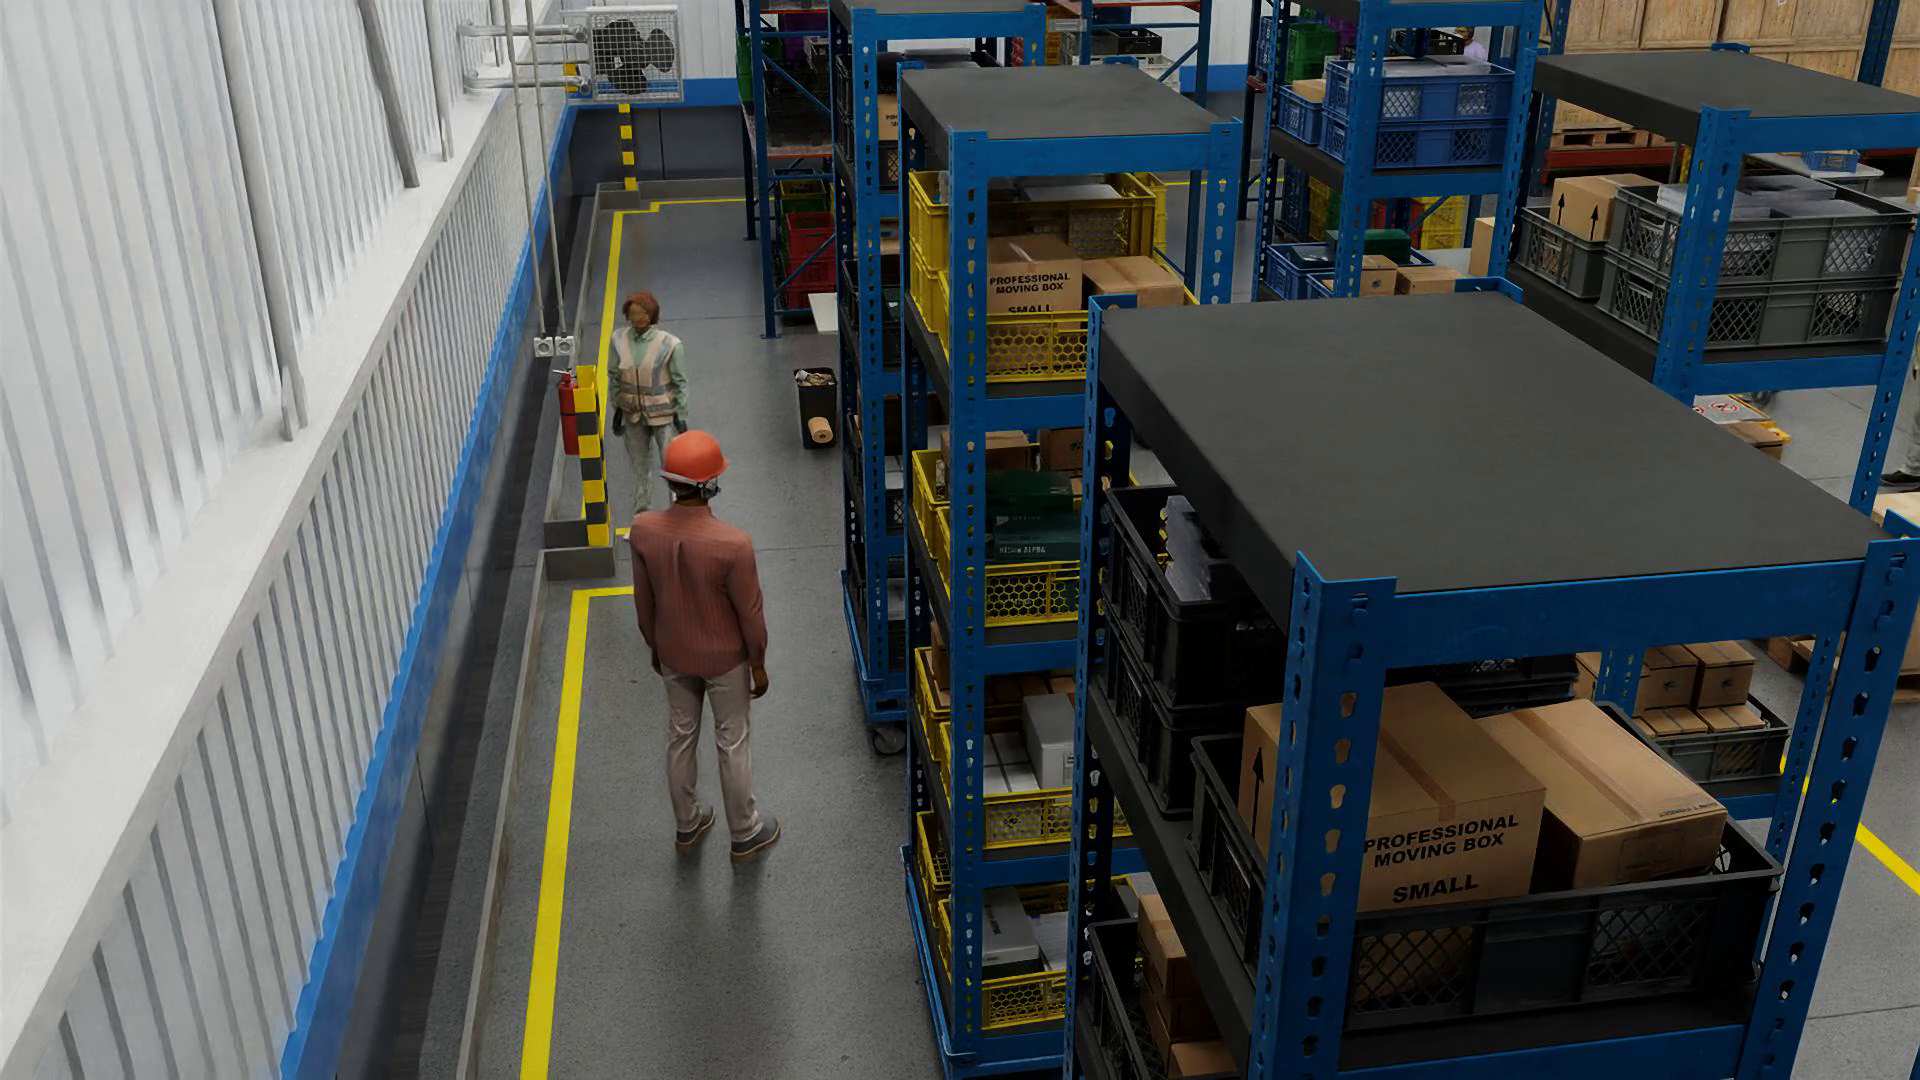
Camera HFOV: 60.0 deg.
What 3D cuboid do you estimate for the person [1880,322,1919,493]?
[{"bbox_3d":[6.444,-1.146,10.918,0.403,1.824,0.597,1,25,2],"label":"person"}]

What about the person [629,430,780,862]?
[{"bbox_3d":[-1.097,0.474,7.189,0.608,1.995,0.376,9,26,19],"label":"person"}]

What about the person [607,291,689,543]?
[{"bbox_3d":[-1.913,-0.747,10.276,0.541,1.629,0.319,8,26,16],"label":"person"}]
